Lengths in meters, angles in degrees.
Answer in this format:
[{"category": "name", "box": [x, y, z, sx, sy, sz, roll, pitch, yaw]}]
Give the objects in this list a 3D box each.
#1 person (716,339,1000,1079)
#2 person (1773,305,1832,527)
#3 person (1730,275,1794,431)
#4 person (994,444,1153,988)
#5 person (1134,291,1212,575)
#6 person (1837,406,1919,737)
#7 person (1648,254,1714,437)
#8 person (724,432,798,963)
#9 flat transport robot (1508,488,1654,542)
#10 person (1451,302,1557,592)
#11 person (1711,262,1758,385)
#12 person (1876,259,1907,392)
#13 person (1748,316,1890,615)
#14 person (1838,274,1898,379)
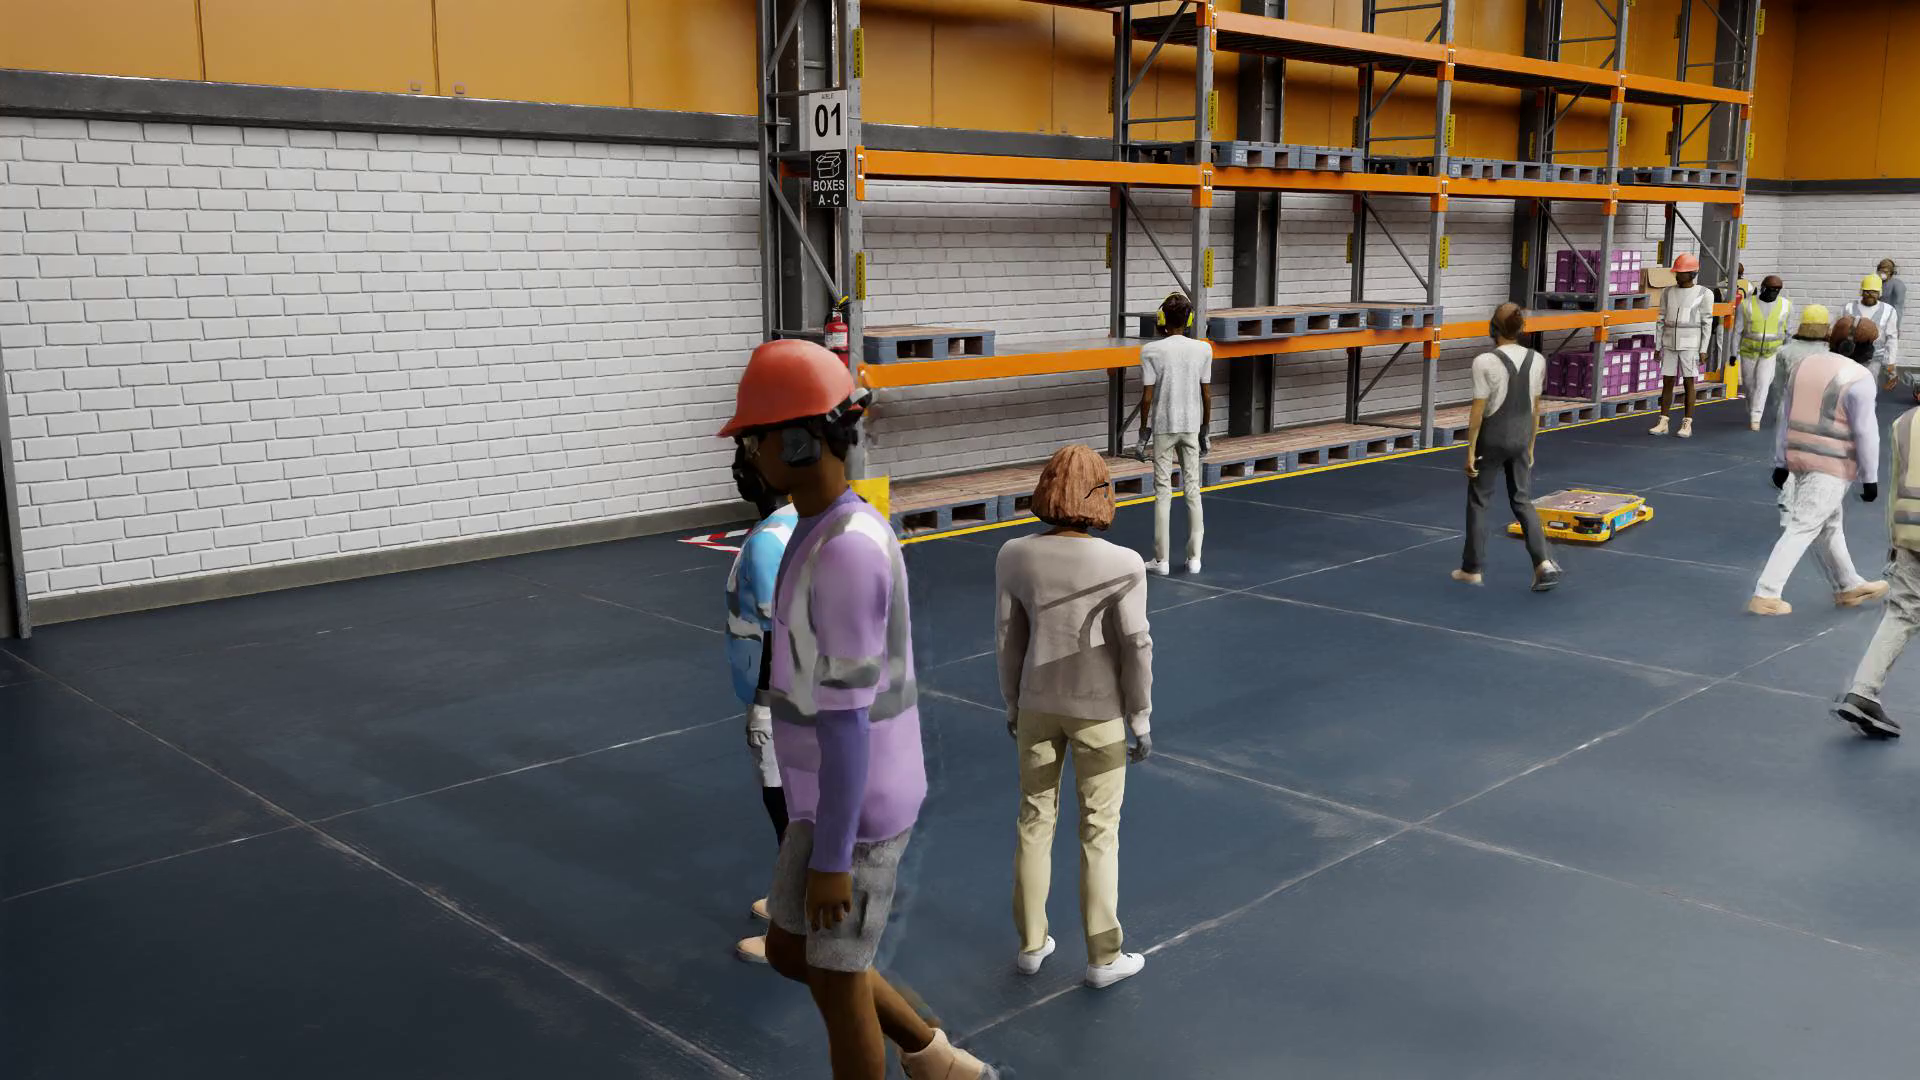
[{"category": "person", "box": [-0.248, 0.565, 3.706, 0.553, 2.020, 0.617, -2, 11, -13]}, {"category": "person", "box": [6.606, -0.978, 12.998, 0.492, 1.699, 0.890, 7, 12, 33]}, {"category": "person", "box": [9.324, -2.186, 19.377, 0.641, 1.795, 0.889, 5, 11, 23]}, {"category": "person", "box": [0.340, 0.527, 4.980, 0.500, 1.633, 0.286, 6, 12, 28]}, {"category": "person", "box": [1.416, -0.701, 11.029, 0.520, 1.874, 0.332, -2, 11, -9]}, {"category": "person", "box": [4.353, 0.004, 7.411, 0.825, 1.799, 0.594, -6, 12, -30]}, {"category": "person", "box": [8.027, -2.159, 18.528, 0.394, 2.037, 0.605, -9, 14, -41]}, {"category": "person", "box": [-0.568, 0.459, 5.177, 0.316, 1.695, 0.541, 1, 10, 4]}, {"category": "flat transport robot", "box": [4.753, -0.204, 12.684, 0.652, 0.197, 1.431, 8, 13, 37]}, {"category": "person", "box": [3.451, -0.575, 10.511, 0.530, 1.848, 0.597, -2, 11, -13]}, {"category": "person", "box": [11.590, -3.242, 24.965, 0.621, 1.845, 0.429, 2, 11, 9]}, {"category": "person", "box": [12.954, -2.986, 23.366, 0.482, 1.915, 0.669, -2, 11, -9]}, {"category": "person", "box": [5.134, -0.429, 9.802, 0.991, 1.776, 0.649, -2, 11, -9]}, {"category": "person", "box": [9.952, -2.007, 18.303, 0.633, 1.806, 0.669, 5, 12, 26]}]
